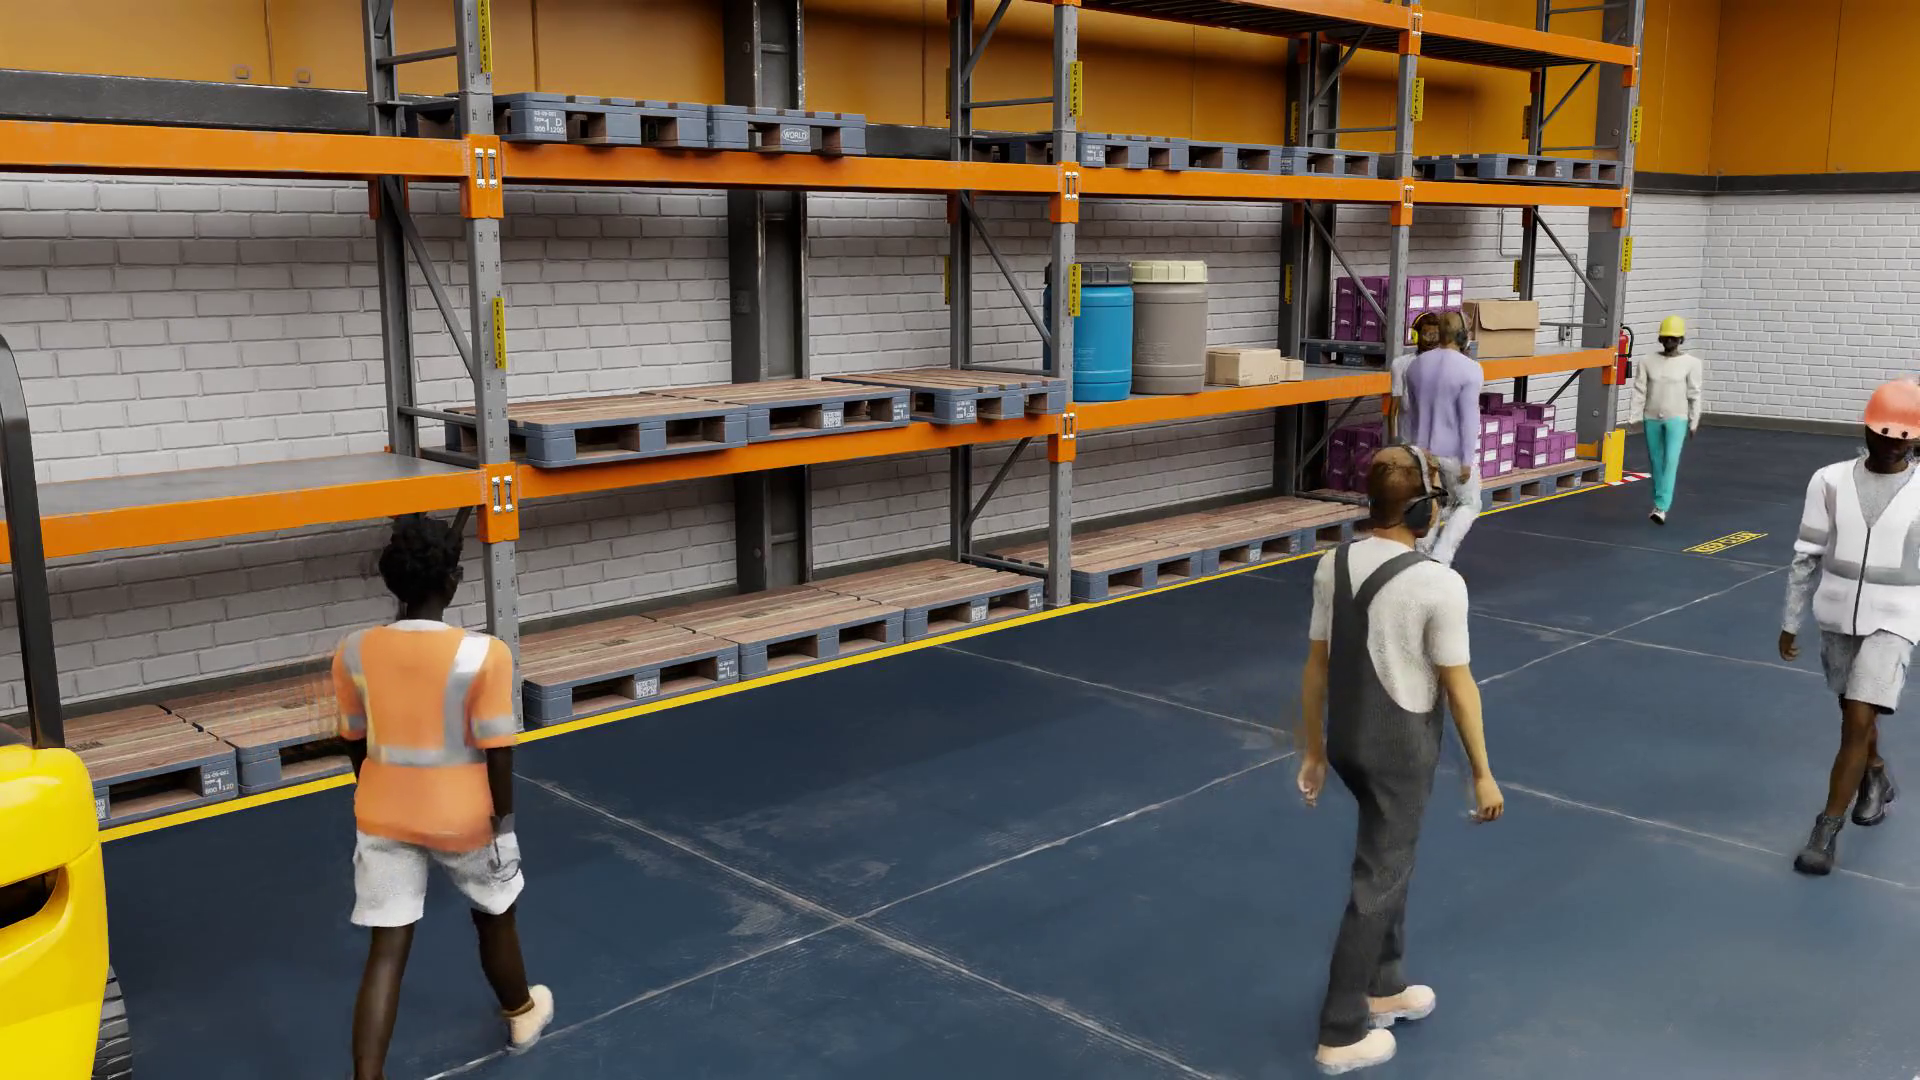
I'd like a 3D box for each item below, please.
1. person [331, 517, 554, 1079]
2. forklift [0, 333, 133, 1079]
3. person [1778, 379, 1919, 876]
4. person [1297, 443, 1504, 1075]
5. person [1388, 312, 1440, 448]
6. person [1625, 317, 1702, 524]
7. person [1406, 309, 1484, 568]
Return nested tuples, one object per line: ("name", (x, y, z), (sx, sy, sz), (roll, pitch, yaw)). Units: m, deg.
("person", (-1.451, 0.756, 4.586), (0.553, 1.647, 0.890), (2, 11, 9))
("forklift", (-3.289, 0.485, 4.582), (1.214, 2.155, 2.313), (-10, 14, -44))
("person", (3.555, 0.295, 6.507), (1.034, 1.884, 0.576), (-10, 14, -44))
("person", (1.311, 0.630, 4.813), (0.722, 1.820, 0.520), (-5, 12, -27))
("person", (3.329, -0.713, 12.031), (0.514, 1.862, 0.325), (-3, 11, -14))
("person", (5.855, -0.988, 13.899), (0.529, 1.731, 0.868), (9, 14, 40))
("person", (3.237, -0.574, 11.116), (0.426, 1.925, 0.632), (-7, 12, -33))
